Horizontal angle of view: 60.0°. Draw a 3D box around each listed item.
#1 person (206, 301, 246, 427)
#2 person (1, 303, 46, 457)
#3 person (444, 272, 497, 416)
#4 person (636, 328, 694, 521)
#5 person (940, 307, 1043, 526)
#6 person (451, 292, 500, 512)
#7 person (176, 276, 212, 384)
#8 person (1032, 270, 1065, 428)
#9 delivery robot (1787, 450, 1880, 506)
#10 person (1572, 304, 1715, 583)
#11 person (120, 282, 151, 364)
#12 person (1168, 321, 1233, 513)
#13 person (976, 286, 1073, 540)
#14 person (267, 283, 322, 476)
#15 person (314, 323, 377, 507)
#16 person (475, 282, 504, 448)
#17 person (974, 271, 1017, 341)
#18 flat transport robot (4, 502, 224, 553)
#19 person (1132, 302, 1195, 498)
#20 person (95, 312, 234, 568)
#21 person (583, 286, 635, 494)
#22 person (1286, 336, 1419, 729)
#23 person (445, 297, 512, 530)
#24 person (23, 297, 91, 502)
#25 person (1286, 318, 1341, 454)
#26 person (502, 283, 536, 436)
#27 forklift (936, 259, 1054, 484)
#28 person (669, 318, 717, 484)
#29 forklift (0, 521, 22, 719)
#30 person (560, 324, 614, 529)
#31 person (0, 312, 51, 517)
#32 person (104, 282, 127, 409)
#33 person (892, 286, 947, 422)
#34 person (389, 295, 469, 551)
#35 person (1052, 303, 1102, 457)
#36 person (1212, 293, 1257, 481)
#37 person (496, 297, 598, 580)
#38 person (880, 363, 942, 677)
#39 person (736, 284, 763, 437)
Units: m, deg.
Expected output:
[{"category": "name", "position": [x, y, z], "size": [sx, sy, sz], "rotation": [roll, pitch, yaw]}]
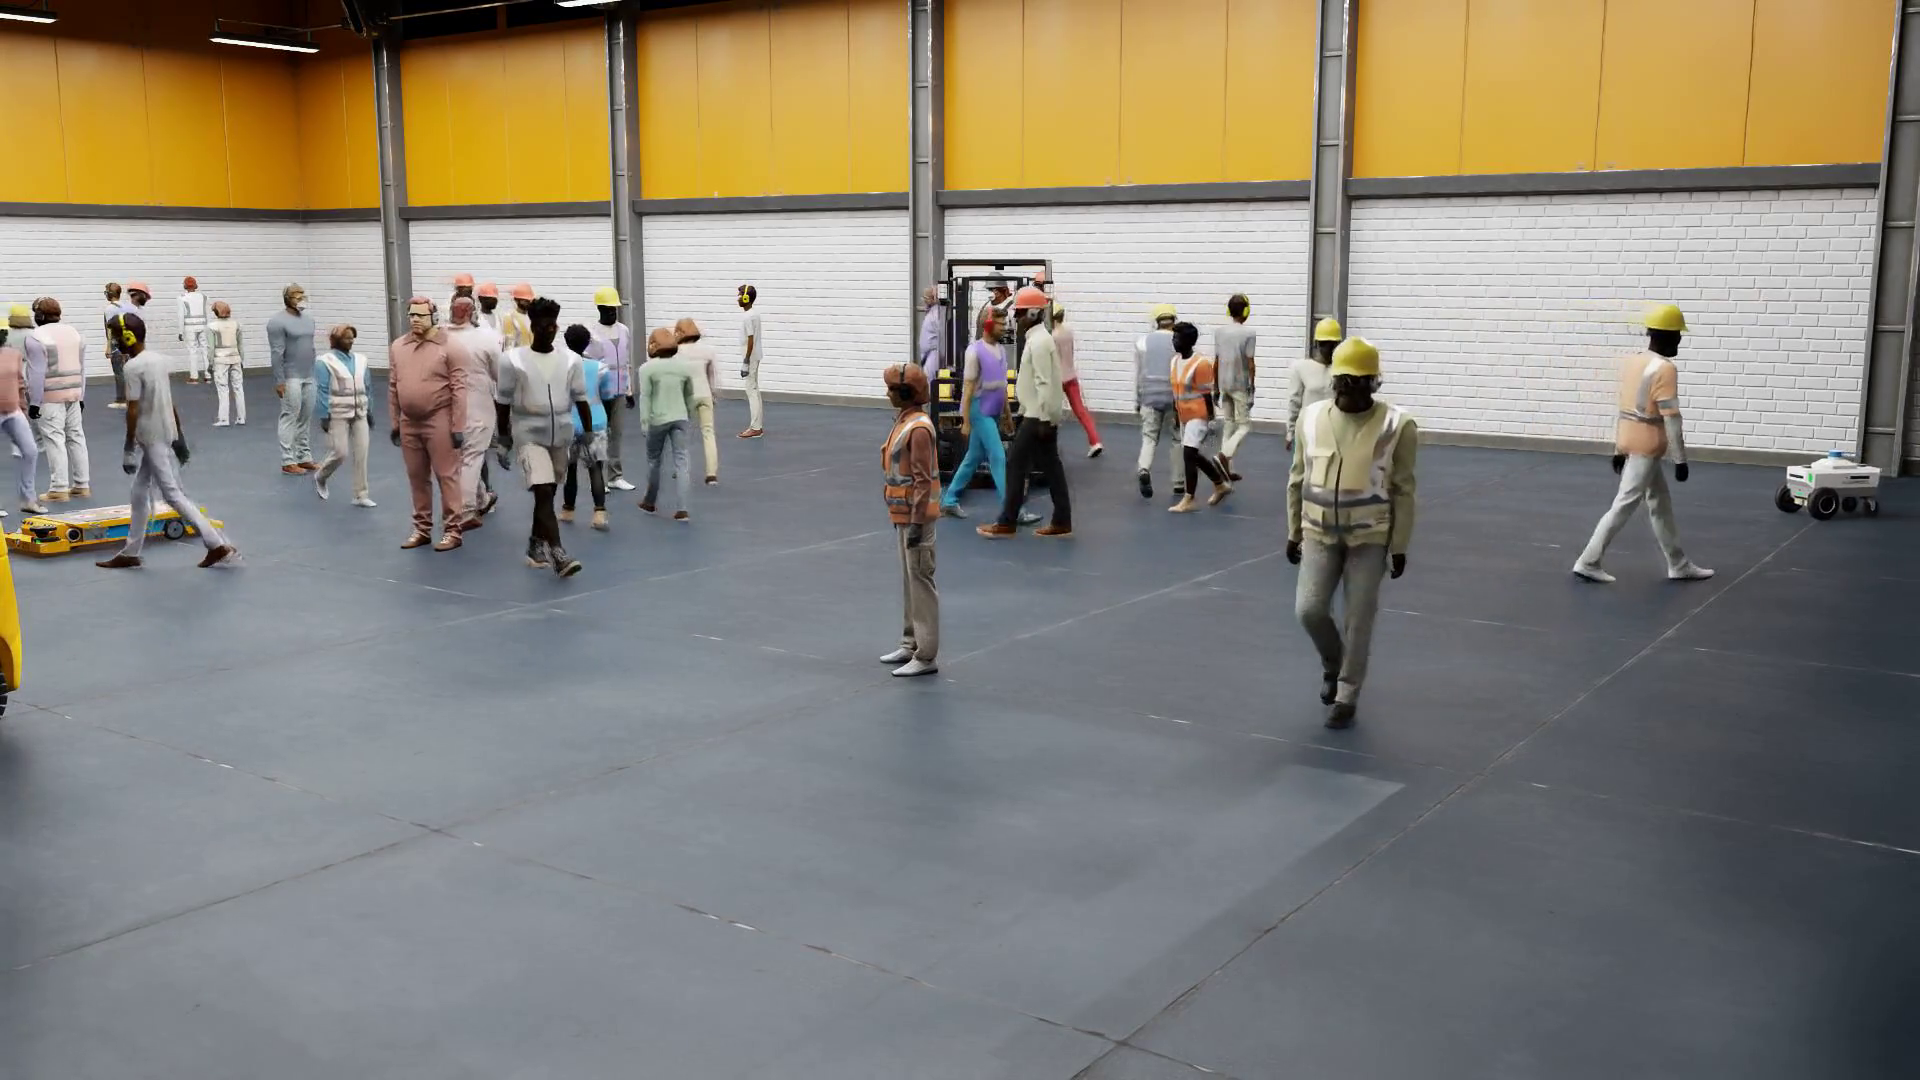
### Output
[{"category": "person", "position": [-9.595, -2.298, 21.751], "size": [0.308, 1.638, 0.521], "rotation": [6, 11, 33]}, {"category": "person", "position": [-10.434, -1.785, 18.513], "size": [0.489, 1.697, 0.904], "rotation": [-4, 10, -21]}, {"category": "person", "position": [-6.939, -2.734, 23.244], "size": [0.940, 2.014, 0.622], "rotation": [6, 11, 33]}, {"category": "person", "position": [-2.485, -0.973, 13.963], "size": [0.510, 1.597, 0.791], "rotation": [-6, 11, -31]}, {"category": "person", "position": [0.222, -1.025, 13.722], "size": [0.983, 1.798, 0.568], "rotation": [4, 10, 25]}, {"category": "person", "position": [-4.266, -1.188, 14.392], "size": [0.638, 1.894, 0.627], "rotation": [6, 11, 31]}, {"category": "person", "position": [-13.460, -3.682, 29.251], "size": [0.362, 1.886, 0.576], "rotation": [8, 13, 41]}, {"category": "person", "position": [1.060, -2.446, 21.420], "size": [0.606, 2.045, 0.389], "rotation": [3, 10, 19]}, {"category": "delivery robot", "position": [7.398, -0.518, 14.088], "size": [0.707, 0.478, 0.477], "rotation": [-2, 10, -10]}, {"category": "person", "position": [4.592, -0.629, 11.112], "size": [0.988, 1.882, 0.607], "rotation": [0, 10, 1]}, {"category": "person", "position": [-10.921, -2.461, 22.024], "size": [0.377, 1.885, 0.659], "rotation": [-1, 10, -6]}, {"category": "person", "position": [2.101, -1.068, 14.362], "size": [0.682, 1.663, 0.543], "rotation": [-4, 10, -23]}, {"category": "person", "position": [0.485, -0.971, 12.880], "size": [0.883, 1.957, 0.659], "rotation": [1, 10, 5]}, {"category": "person", "position": [-6.724, -1.628, 16.860], "size": [0.352, 1.937, 0.635], "rotation": [3, 10, 16]}, {"category": "person", "position": [-5.418, -1.092, 14.617], "size": [0.551, 1.620, 0.517], "rotation": [6, 11, 33]}, {"category": "person", "position": [-5.491, -2.024, 19.282], "size": [0.490, 1.926, 0.572], "rotation": [5, 11, 29]}, {"category": "person", "position": [0.417, -2.116, 19.464], "size": [0.682, 2.000, 0.536], "rotation": [9, 13, 42]}, {"category": "flat transport robot", "position": [-6.530, -0.116, 12.817], "size": [0.652, 0.197, 1.431], "rotation": [7, 12, 35]}, {"category": "person", "position": [1.824, -1.255, 15.084], "size": [0.617, 1.796, 0.662], "rotation": [3, 10, 18]}, {"category": "person", "position": [-5.585, -0.681, 11.616], "size": [0.948, 1.819, 0.560], "rotation": [-1, 10, -6]}, {"category": "person", "position": [-3.277, -1.400, 15.538], "size": [0.375, 1.925, 0.595], "rotation": [7, 12, 35]}, {"category": "person", "position": [1.807, -0.037, 7.731], "size": [0.617, 1.818, 0.431], "rotation": [5, 11, 28]}, {"category": "person", "position": [-3.955, -1.048, 13.630], "size": [0.654, 1.856, 0.989], "rotation": [2, 10, 14]}, {"category": "person", "position": [-8.150, -1.263, 14.979], "size": [0.429, 1.841, 0.634], "rotation": [2, 10, 13]}, {"category": "person", "position": [2.711, -0.768, 12.363], "size": [0.550, 1.727, 0.866], "rotation": [1, 10, 8]}, {"category": "person", "position": [-5.124, -2.083, 19.723], "size": [0.962, 1.885, 0.559], "rotation": [6, 11, 30]}, {"category": "forklift", "position": [0.370, -1.738, 16.759], "size": [1.214, 2.155, 2.313], "rotation": [1, 10, 3]}, {"category": "person", "position": [-2.606, -1.352, 16.202], "size": [0.544, 1.599, 0.759], "rotation": [-7, 12, -34]}, {"category": "forklift", "position": [-5.296, -0.090, 6.943], "size": [1.214, 2.155, 2.313], "rotation": [7, 12, 35]}, {"category": "person", "position": [-3.057, -0.908, 13.486], "size": [0.537, 1.661, 0.814], "rotation": [-4, 11, -25]}, {"category": "person", "position": [-8.017, -1.046, 13.972], "size": [0.670, 1.742, 0.547], "rotation": [4, 10, 23]}, {"category": "person", "position": [-12.346, -2.845, 24.389], "size": [0.345, 1.846, 0.507], "rotation": [1, 10, 7]}, {"category": "person", "position": [-0.342, -2.405, 21.789], "size": [1.043, 1.835, 0.664], "rotation": [-1, 10, -4]}, {"category": "person", "position": [-3.986, -0.869, 12.460], "size": [0.646, 1.907, 0.402], "rotation": [3, 10, 18]}, {"category": "person", "position": [1.169, -1.754, 18.294], "size": [0.919, 1.710, 0.558], "rotation": [7, 12, 35]}, {"category": "person", "position": [2.621, -1.461, 16.148], "size": [0.521, 1.856, 0.548], "rotation": [9, 13, 42]}, {"category": "person", "position": [-2.815, -0.699, 11.410], "size": [0.621, 1.905, 1.018], "rotation": [-7, 12, -36]}, {"category": "person", "position": [-0.253, -0.108, 8.707], "size": [0.312, 1.638, 0.512], "rotation": [-2, 10, -11]}, {"category": "person", "position": [-2.592, -2.191, 20.418], "size": [0.328, 1.873, 0.520], "rotation": [1, 10, 3]}]
